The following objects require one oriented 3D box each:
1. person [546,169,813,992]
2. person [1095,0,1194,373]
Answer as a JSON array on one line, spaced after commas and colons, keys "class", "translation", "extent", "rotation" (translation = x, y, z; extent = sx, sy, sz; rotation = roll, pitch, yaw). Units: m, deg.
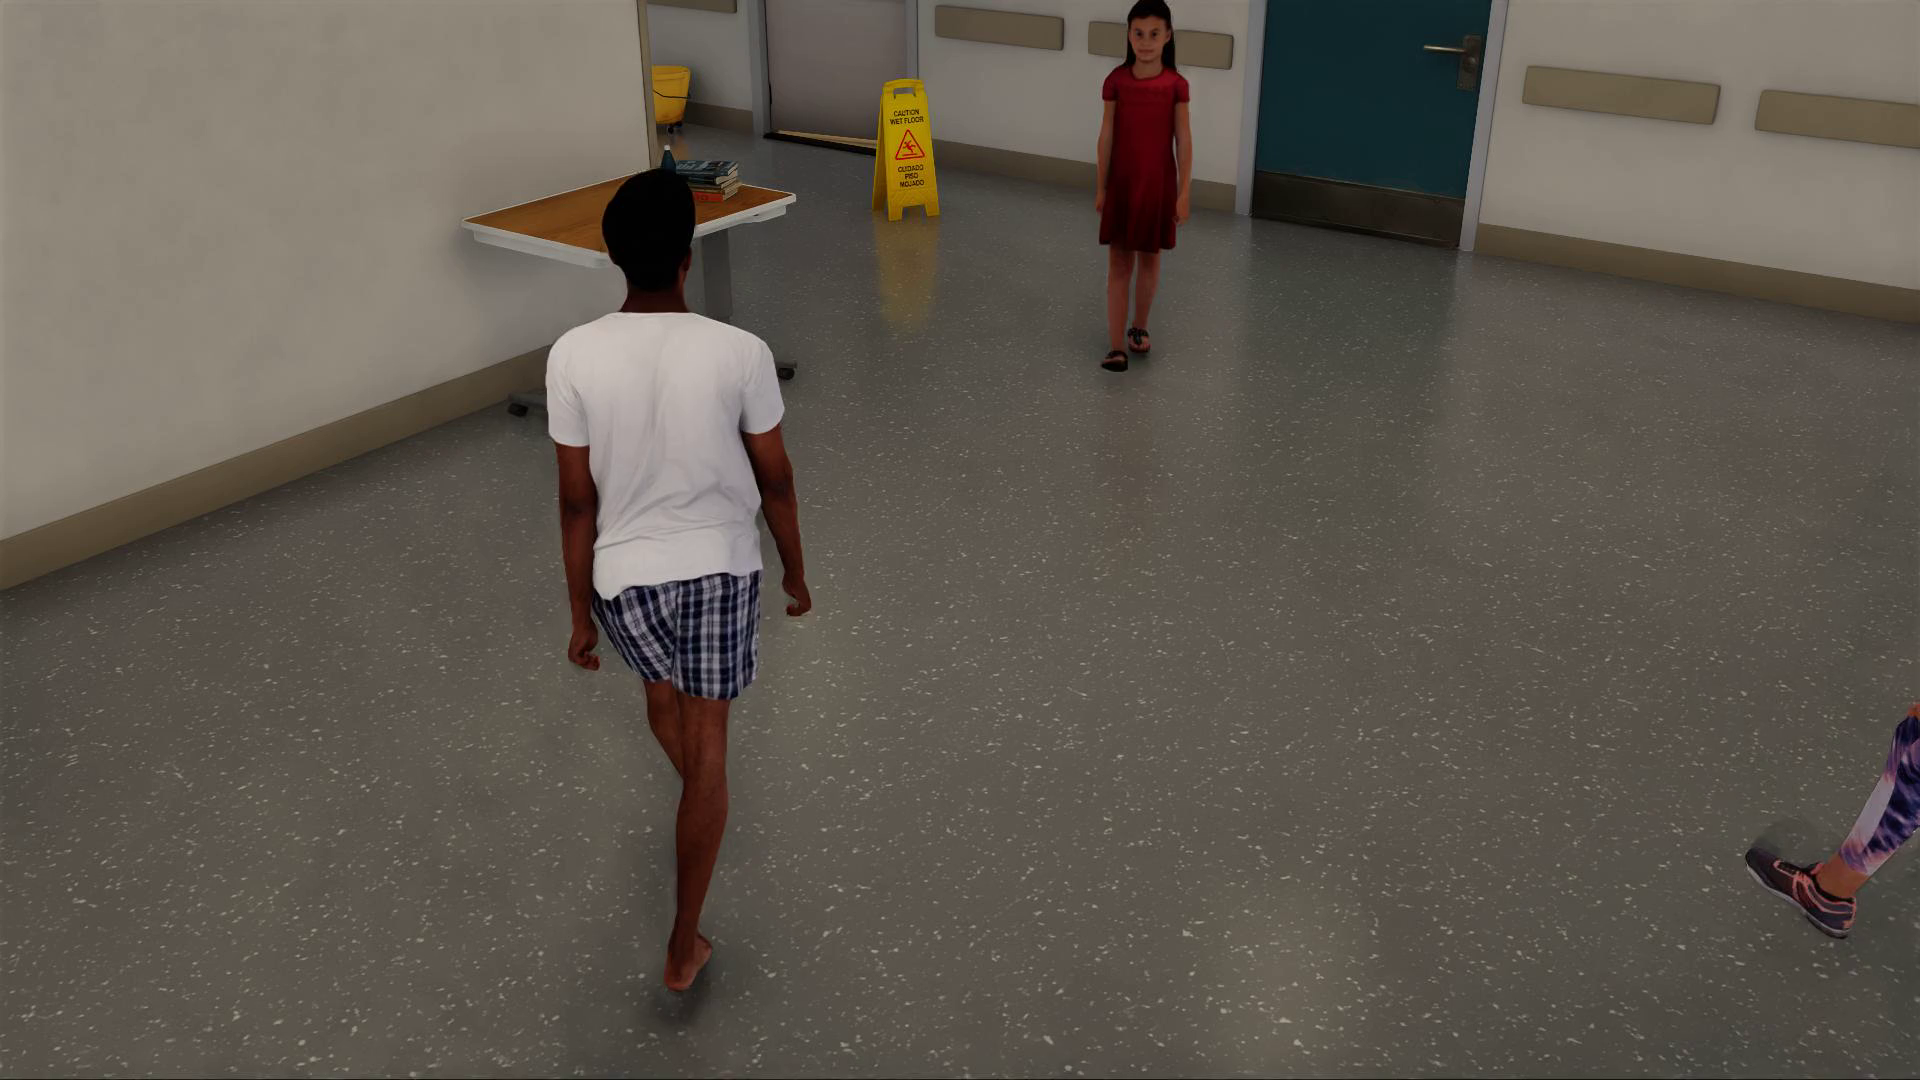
[{"class": "person", "translation": [-0.598, 0.148, 3.480], "extent": [1.181, 1.679, 1.131], "rotation": [0, 26, 1]}, {"class": "person", "translation": [0.785, -1.514, 7.101], "extent": [0.990, 1.521, 0.902], "rotation": [4, 26, 7]}]
